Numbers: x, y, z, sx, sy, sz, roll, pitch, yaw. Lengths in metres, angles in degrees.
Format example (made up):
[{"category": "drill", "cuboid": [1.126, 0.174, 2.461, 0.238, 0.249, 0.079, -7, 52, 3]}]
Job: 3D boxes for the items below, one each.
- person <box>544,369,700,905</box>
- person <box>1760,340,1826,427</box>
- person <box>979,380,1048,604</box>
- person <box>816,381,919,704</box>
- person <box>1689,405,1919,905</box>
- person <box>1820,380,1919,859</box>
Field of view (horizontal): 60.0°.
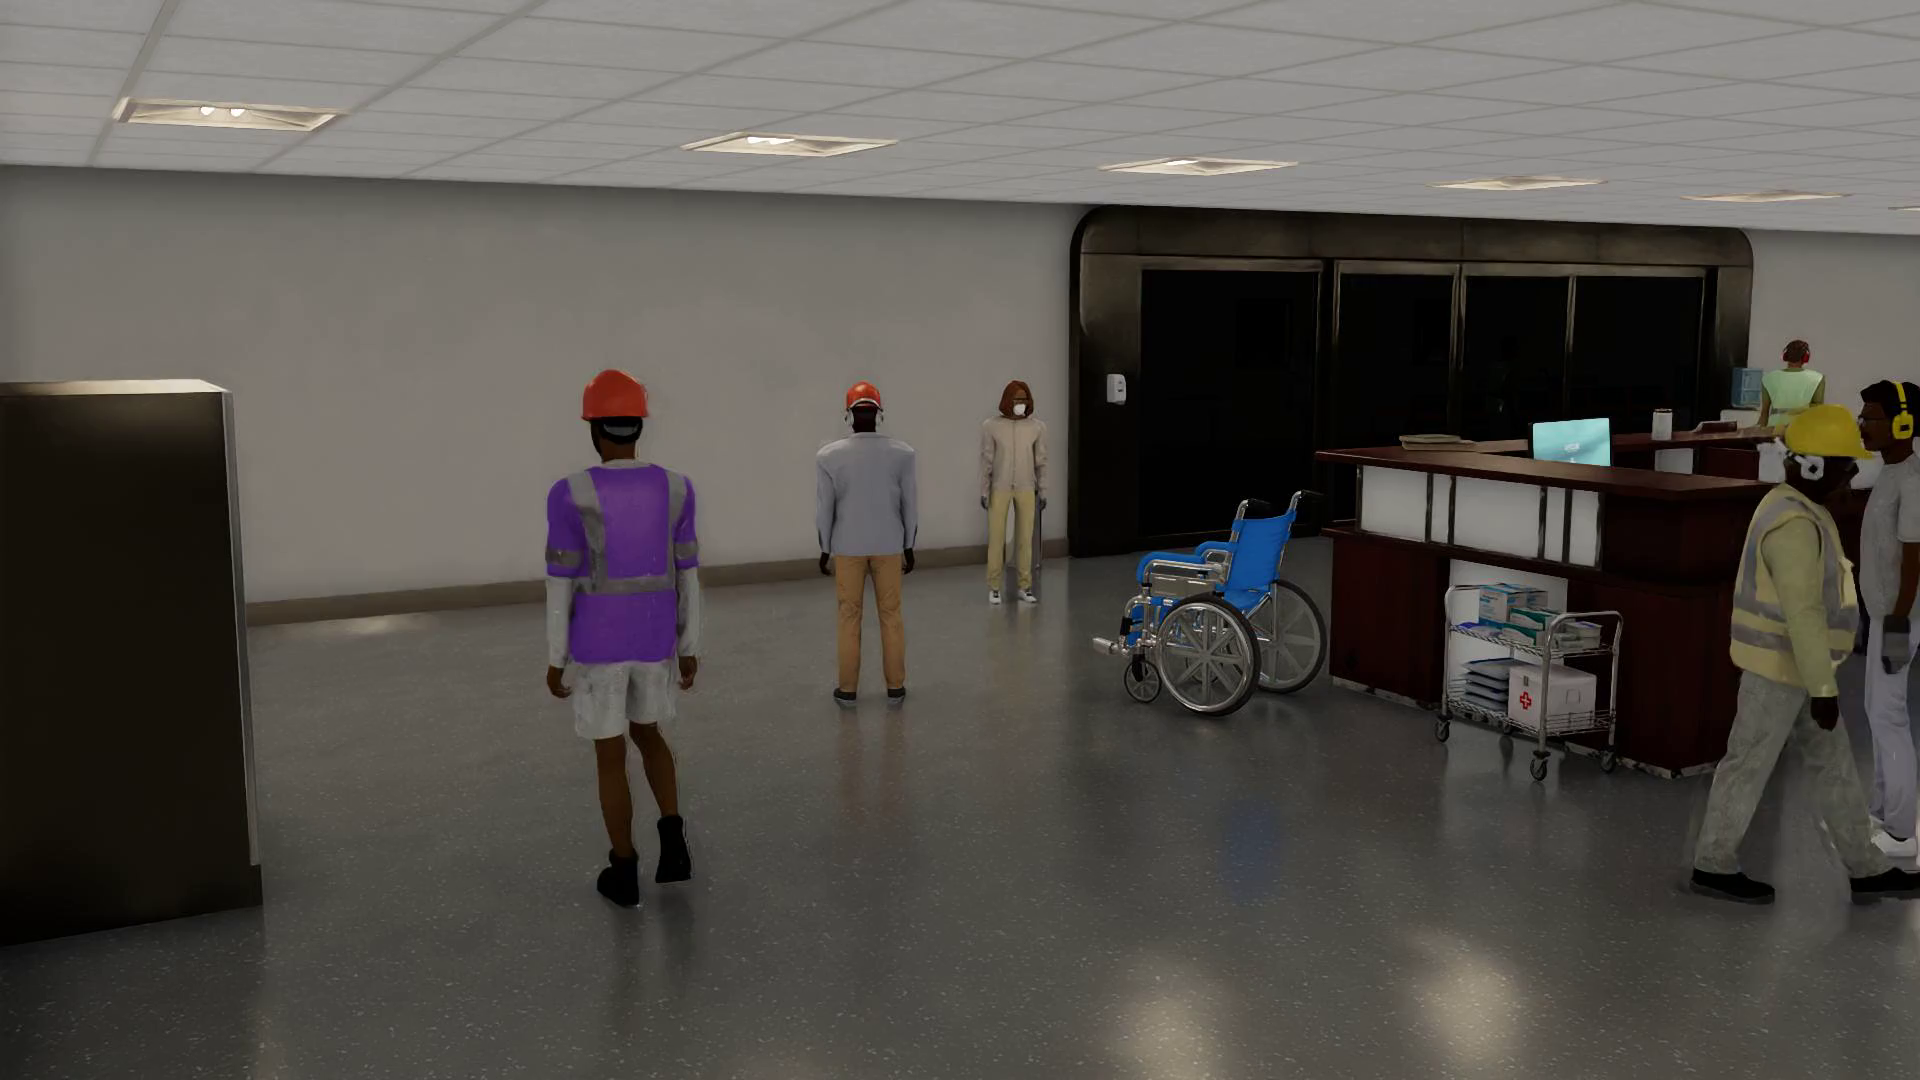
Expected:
[{"category": "person", "cuboid": [-1.213, 0.357, 5.943, 0.541, 1.923, 0.392, -6, 10, -35]}, {"category": "person", "cuboid": [7.987, -0.997, 15.993, 0.563, 1.846, 0.390, 5, 10, 34]}, {"category": "person", "cuboid": [0.390, -0.343, 12.063, 0.507, 1.627, 0.287, -1, 8, -10]}, {"category": "person", "cuboid": [-0.504, 0.015, 9.021, 0.559, 1.745, 0.333, -1, 8, -10]}, {"category": "person", "cuboid": [3.030, 0.434, 5.803, 0.868, 1.792, 0.627, 4, 9, 29]}, {"category": "person", "cuboid": [3.624, 0.310, 6.500, 0.321, 1.861, 0.516, 3, 8, 21]}]
